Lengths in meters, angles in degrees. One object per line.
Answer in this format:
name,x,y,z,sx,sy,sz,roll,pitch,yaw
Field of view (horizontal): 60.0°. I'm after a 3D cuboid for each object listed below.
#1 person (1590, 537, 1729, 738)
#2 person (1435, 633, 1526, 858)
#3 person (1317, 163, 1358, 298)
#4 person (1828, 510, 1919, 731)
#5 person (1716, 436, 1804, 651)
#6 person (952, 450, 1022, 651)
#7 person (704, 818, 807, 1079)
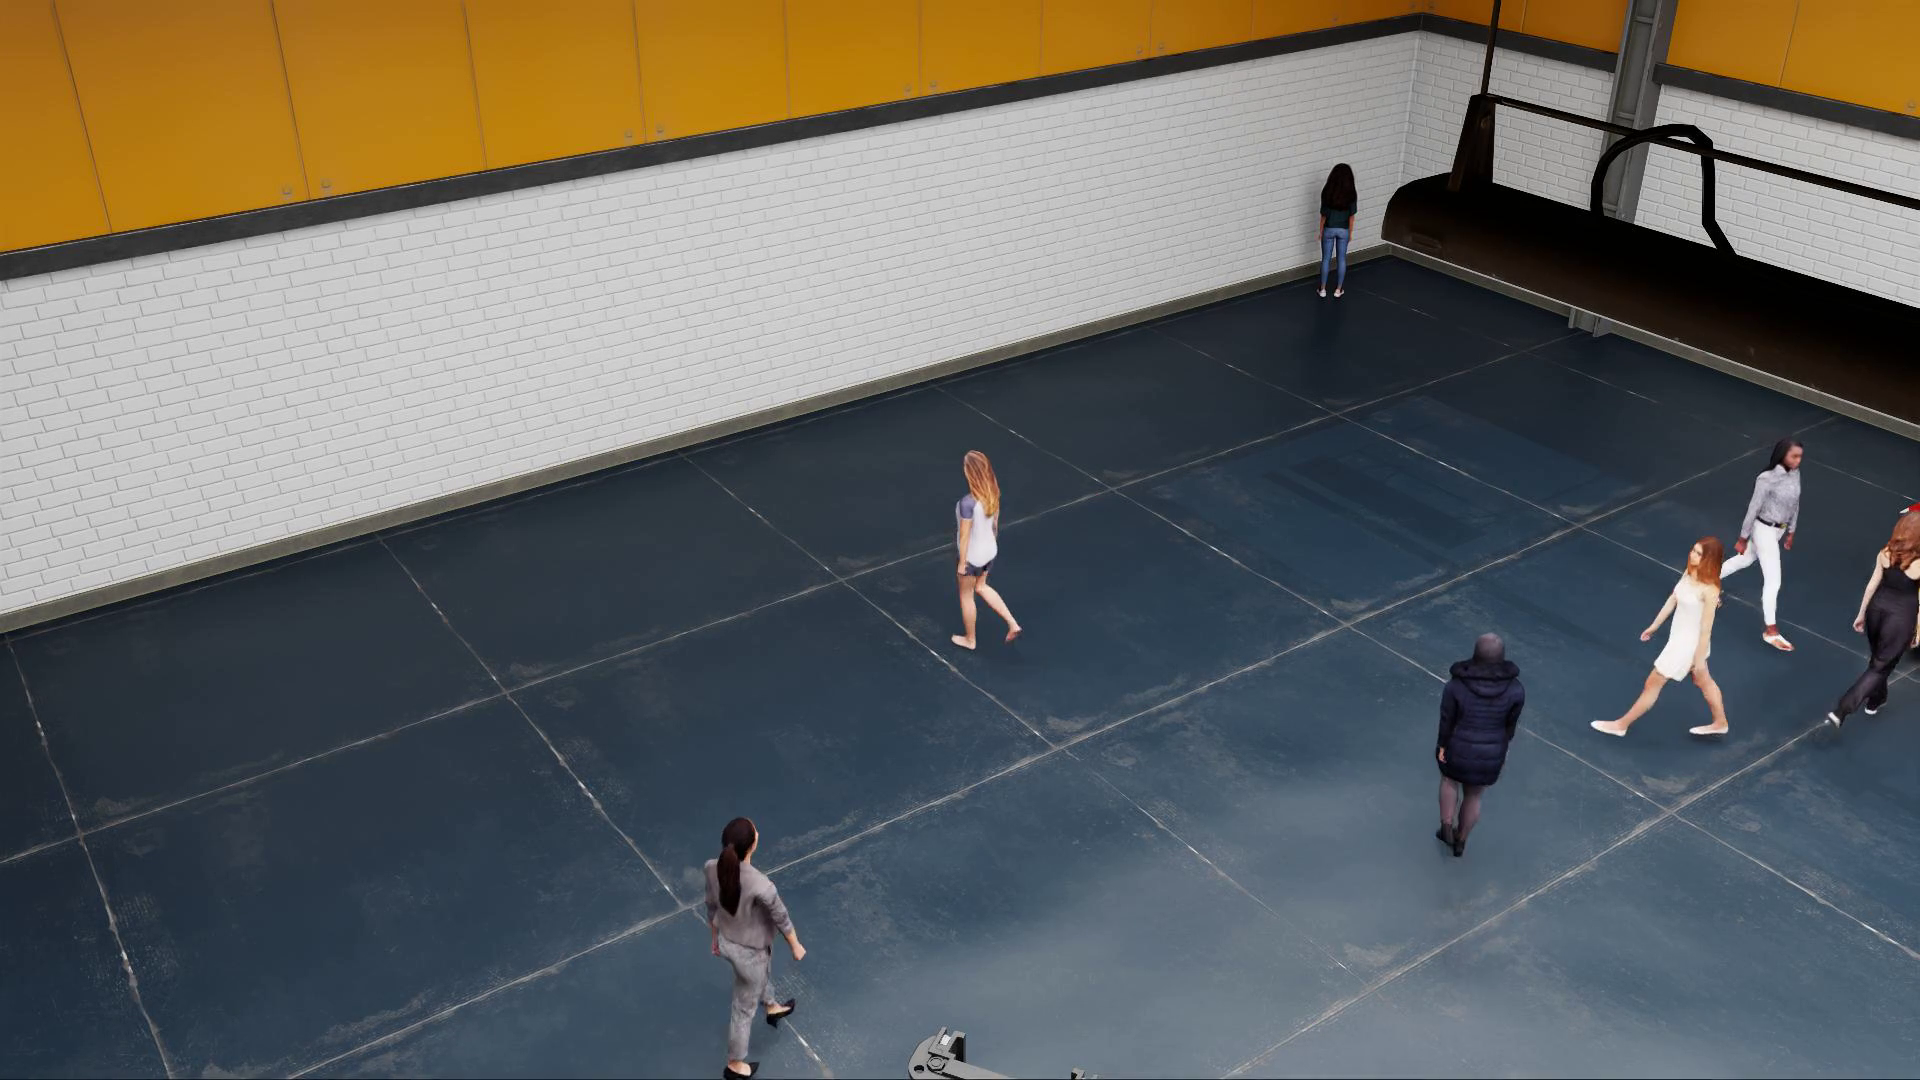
person,5.238,0.739,11.771,1.165,1.651,1.151,3,29,5
person,3.294,1.352,10.631,0.803,1.667,0.867,6,29,10
person,4.519,-3.723,19.988,0.712,1.616,0.774,5,29,10
person,6.617,0.625,11.915,0.635,1.714,1.017,-19,34,-31
person,6.318,-0.057,13.207,0.724,1.675,1.249,-15,32,-25
person,0.198,0.131,12.817,0.906,1.718,0.753,18,34,30
person,-1.213,2.273,8.962,0.939,1.647,0.859,22,35,34
